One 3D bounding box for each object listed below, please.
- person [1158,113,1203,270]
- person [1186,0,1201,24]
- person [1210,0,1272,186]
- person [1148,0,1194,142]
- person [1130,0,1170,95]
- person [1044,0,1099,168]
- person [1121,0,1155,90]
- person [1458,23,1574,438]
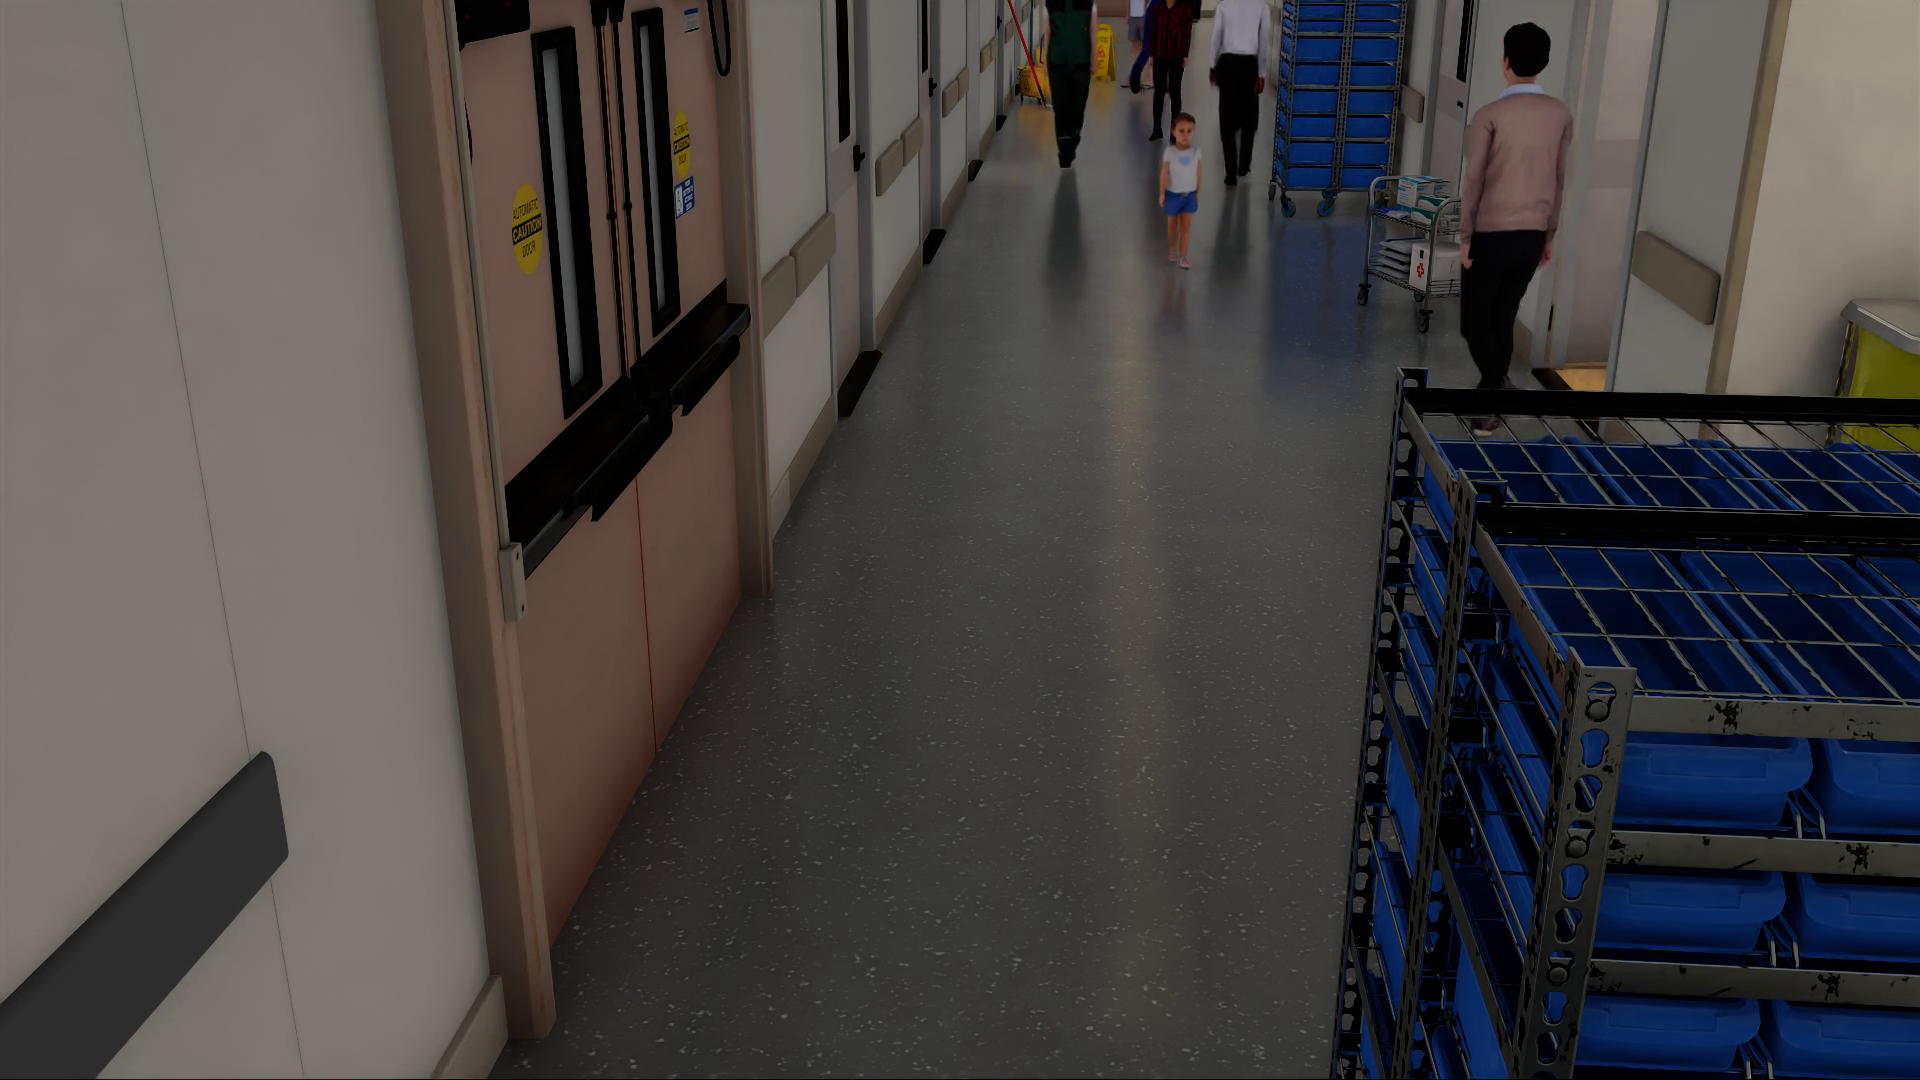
[{"bbox_3d":[1.458,-2.312,11.037,0.446,0.995,0.727,1,21,3],"label":"person"},{"bbox_3d":[4.921,-11.733,35.001,0.880,1.640,0.776,-9,23,-23],"label":"person"},{"bbox_3d":[2.364,-3.933,14.170,0.700,1.808,1.034,3,21,8],"label":"person"},{"bbox_3d":[2.150,-4.965,17.108,0.629,1.658,0.582,7,22,17],"label":"person"},{"bbox_3d":[2.449,-6.498,20.931,1.052,1.817,1.301,11,23,26],"label":"person"},{"bbox_3d":[1.012,-4.344,15.247,0.704,1.810,1.108,0,21,0],"label":"person"},{"bbox_3d":[2.447,-6.977,22.175,0.793,1.832,0.731,-16,26,-36],"label":"person"},{"bbox_3d":[2.402,-1.286,7.204,0.714,1.793,0.916,-2,21,-6],"label":"person"}]
